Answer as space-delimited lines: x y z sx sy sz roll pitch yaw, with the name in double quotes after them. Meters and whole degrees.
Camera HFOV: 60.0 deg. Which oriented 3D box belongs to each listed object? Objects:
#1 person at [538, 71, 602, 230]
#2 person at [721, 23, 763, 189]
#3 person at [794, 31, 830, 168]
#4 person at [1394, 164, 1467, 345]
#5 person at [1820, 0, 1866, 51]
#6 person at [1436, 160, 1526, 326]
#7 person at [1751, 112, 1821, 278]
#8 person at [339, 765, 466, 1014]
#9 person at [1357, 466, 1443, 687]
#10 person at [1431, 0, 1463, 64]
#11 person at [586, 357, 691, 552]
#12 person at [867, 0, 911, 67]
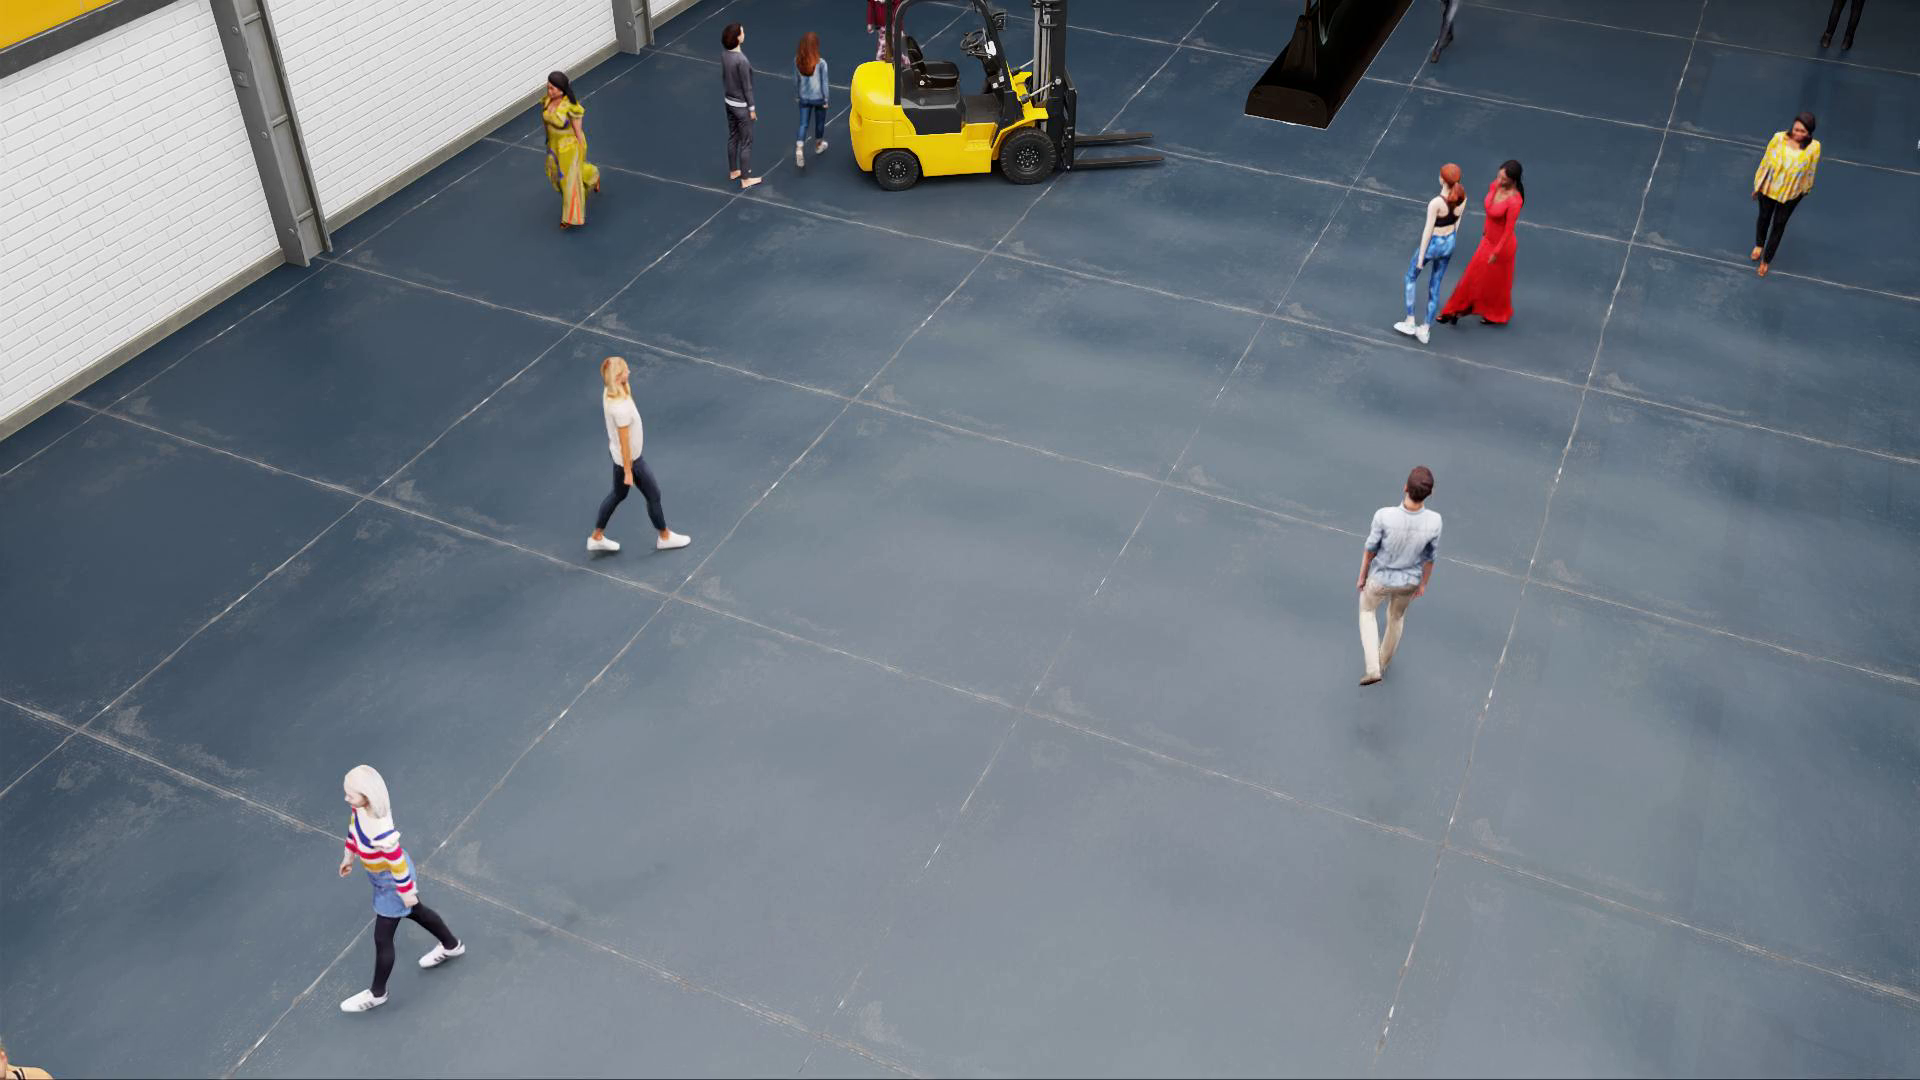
-4.024 -4.085 17.211 0.767 1.639 1.032 20 43 23 "person"
-2.384 -4.669 17.831 0.637 1.767 0.670 -30 47 -32 "person"
-1.656 -4.823 18.278 0.668 1.450 0.990 10 40 12 "person"
4.396 -2.578 15.213 0.735 1.776 0.795 -10 40 -12 "person"
11.206 -7.023 20.772 0.634 1.776 0.612 20 43 23 "person"
5.066 -2.732 15.427 1.097 1.751 1.039 -11 40 -14 "person"
8.133 -3.485 16.460 0.770 1.628 0.930 23 44 26 "person"
-3.212 1.912 9.585 1.121 1.773 0.997 -21 43 -24 "person"
3.011 0.321 11.530 0.808 1.832 0.949 4 39 5 "person"
6.126 -6.865 20.609 0.733 1.733 1.172 20 43 23 "person"
-2.644 -0.612 12.728 1.106 1.796 1.002 -16 41 -19 "person"
-0.818 -6.138 19.749 0.864 1.669 1.127 31 48 33 "person"
